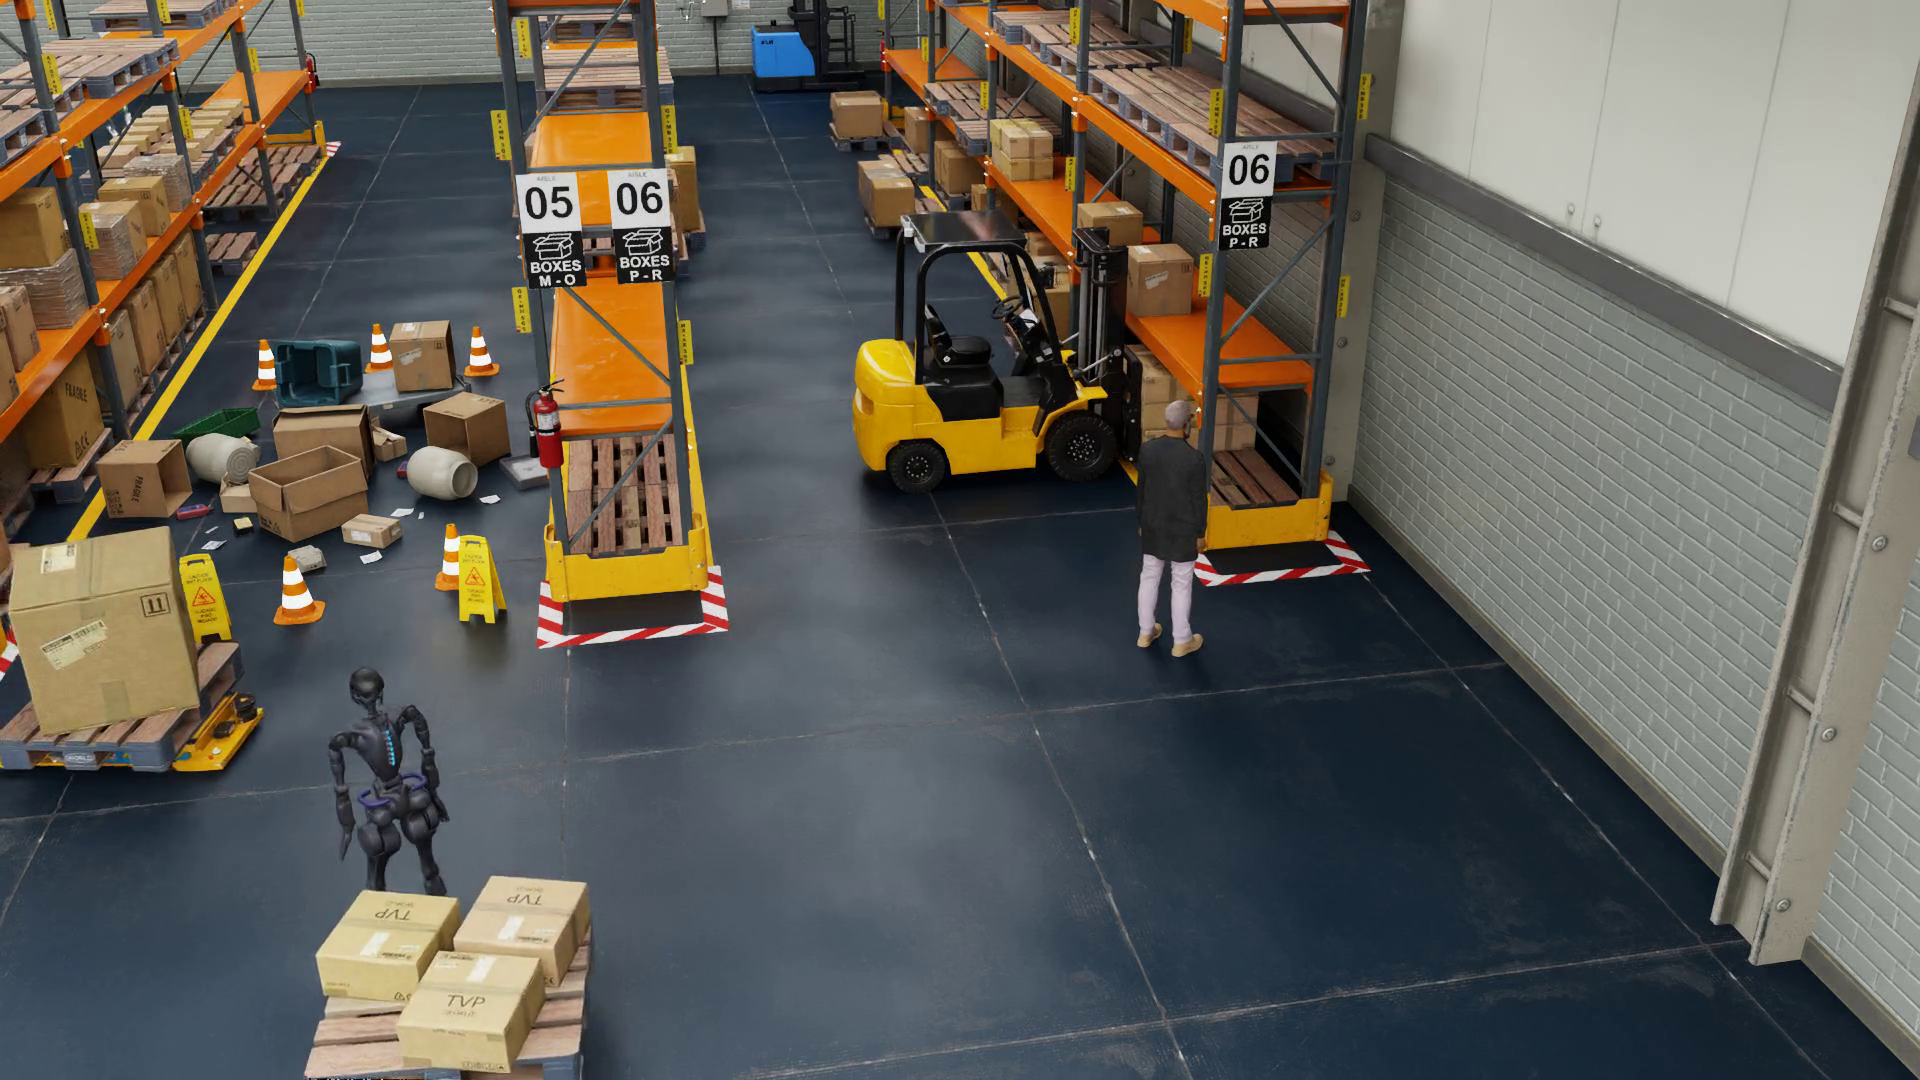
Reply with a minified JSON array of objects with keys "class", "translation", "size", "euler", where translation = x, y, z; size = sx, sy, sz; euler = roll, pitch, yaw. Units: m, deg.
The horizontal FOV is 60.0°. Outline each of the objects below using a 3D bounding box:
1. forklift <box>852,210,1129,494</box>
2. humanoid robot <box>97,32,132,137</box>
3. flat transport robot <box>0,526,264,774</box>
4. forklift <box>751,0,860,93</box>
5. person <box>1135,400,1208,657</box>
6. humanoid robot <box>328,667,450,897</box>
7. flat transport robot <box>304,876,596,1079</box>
[{"class":"forklift","translation":[0.216,-1.659,14.366],"size":[2.313,2.155,1.214],"euler":[-5,26,-10]},{"class":"humanoid robot","translation":[-13.592,-7.272,26.628],"size":[0.535,1.775,0.997],"euler":[-23,34,-39]},{"class":"flat transport robot","translation":[-5.281,1.216,10.597],"size":[1.431,0.231,0.659],"euler":[1,26,1]},{"class":"forklift","translation":[-2.872,-9.679,30.288],"size":[1.873,2.768,1.129],"euler":[-5,26,-10]},{"class":"person","translation":[1.449,-0.076,11.455],"size":[0.532,1.856,0.409],"euler":[17,30,31]},{"class":"humanoid robot","translation":[-2.908,1.410,8.563],"size":[0.378,1.639,0.585],"euler":[23,34,39]},{"class":"flat transport robot","translation":[-2.412,2.419,8.091],"size":[0.659,0.231,1.431],"euler":[-3,26,-6]}]
